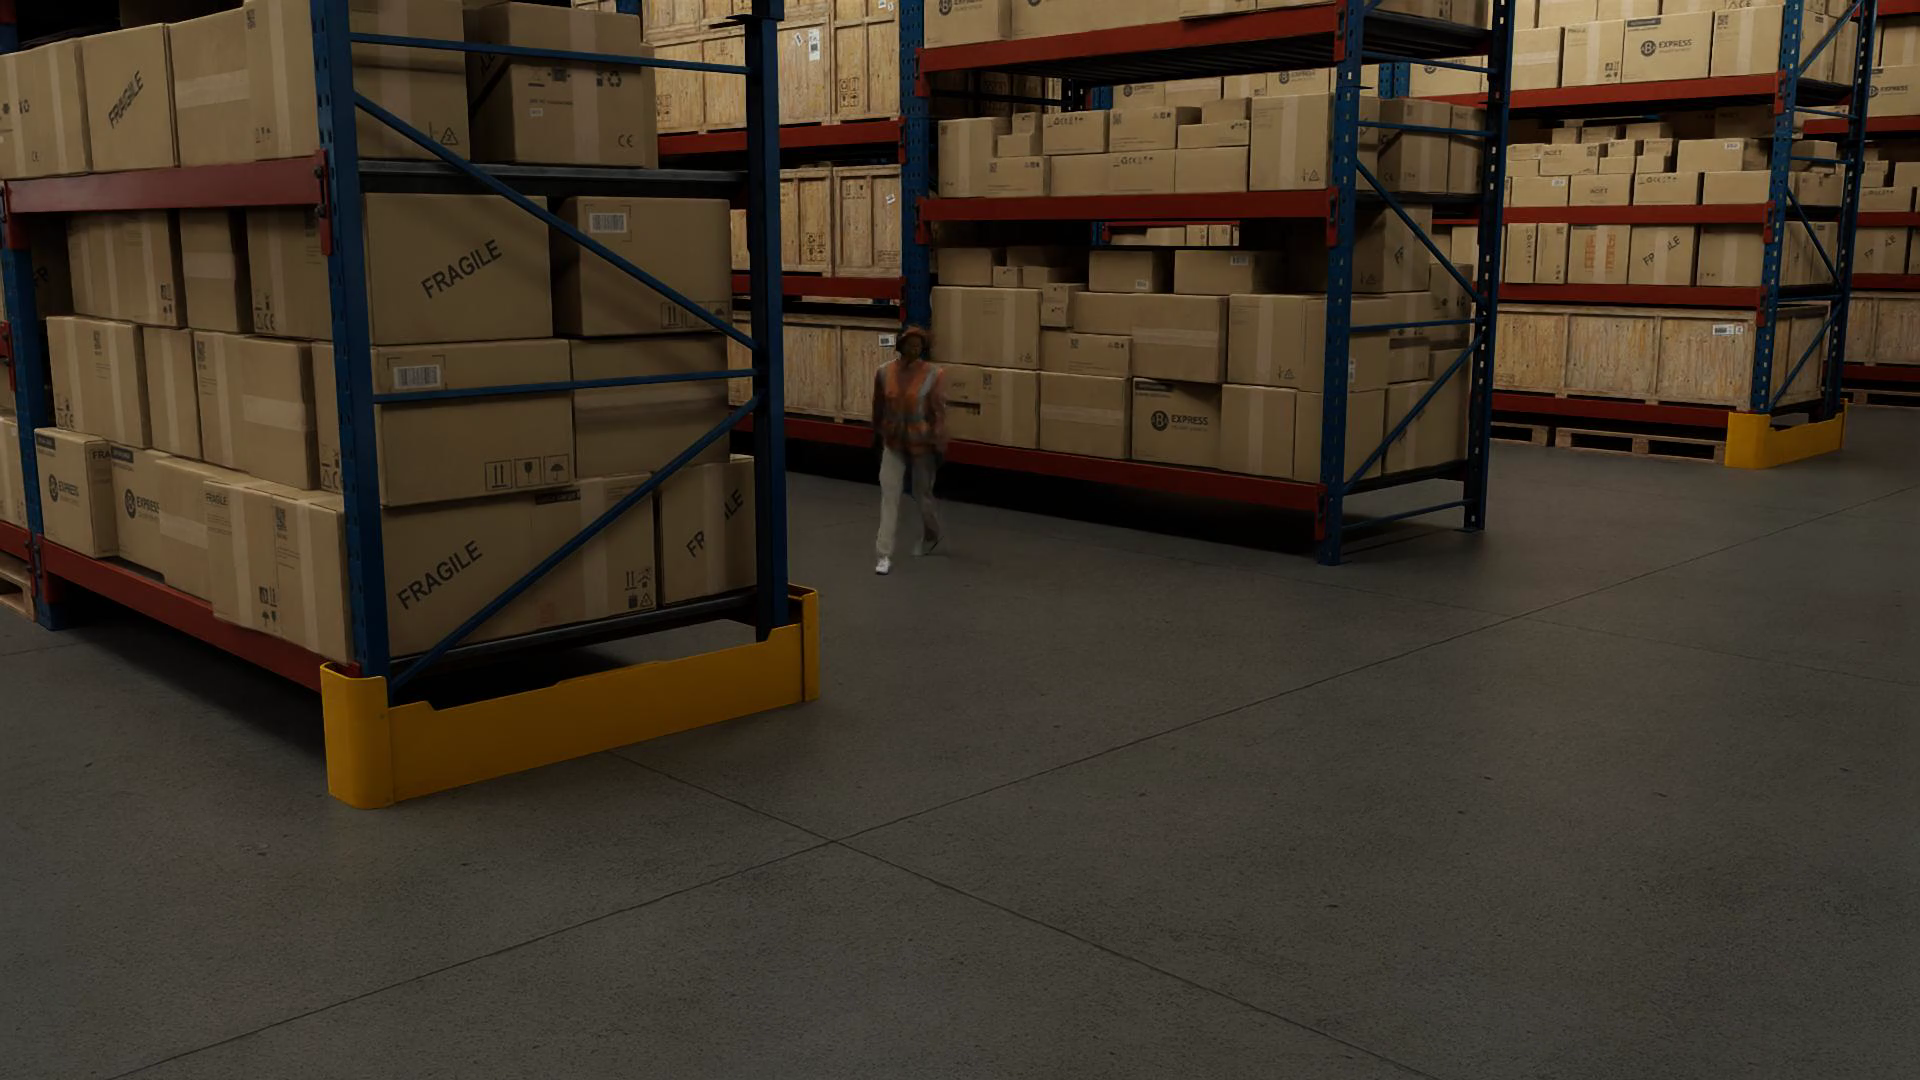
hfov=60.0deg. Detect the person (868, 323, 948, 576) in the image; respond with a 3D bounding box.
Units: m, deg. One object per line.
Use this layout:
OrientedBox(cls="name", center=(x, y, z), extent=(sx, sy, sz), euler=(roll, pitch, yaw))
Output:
OrientedBox(cls="person", center=(-0.315, -0.612, 10.718), extent=(0.568, 1.588, 0.836), euler=(4, 11, 19))
